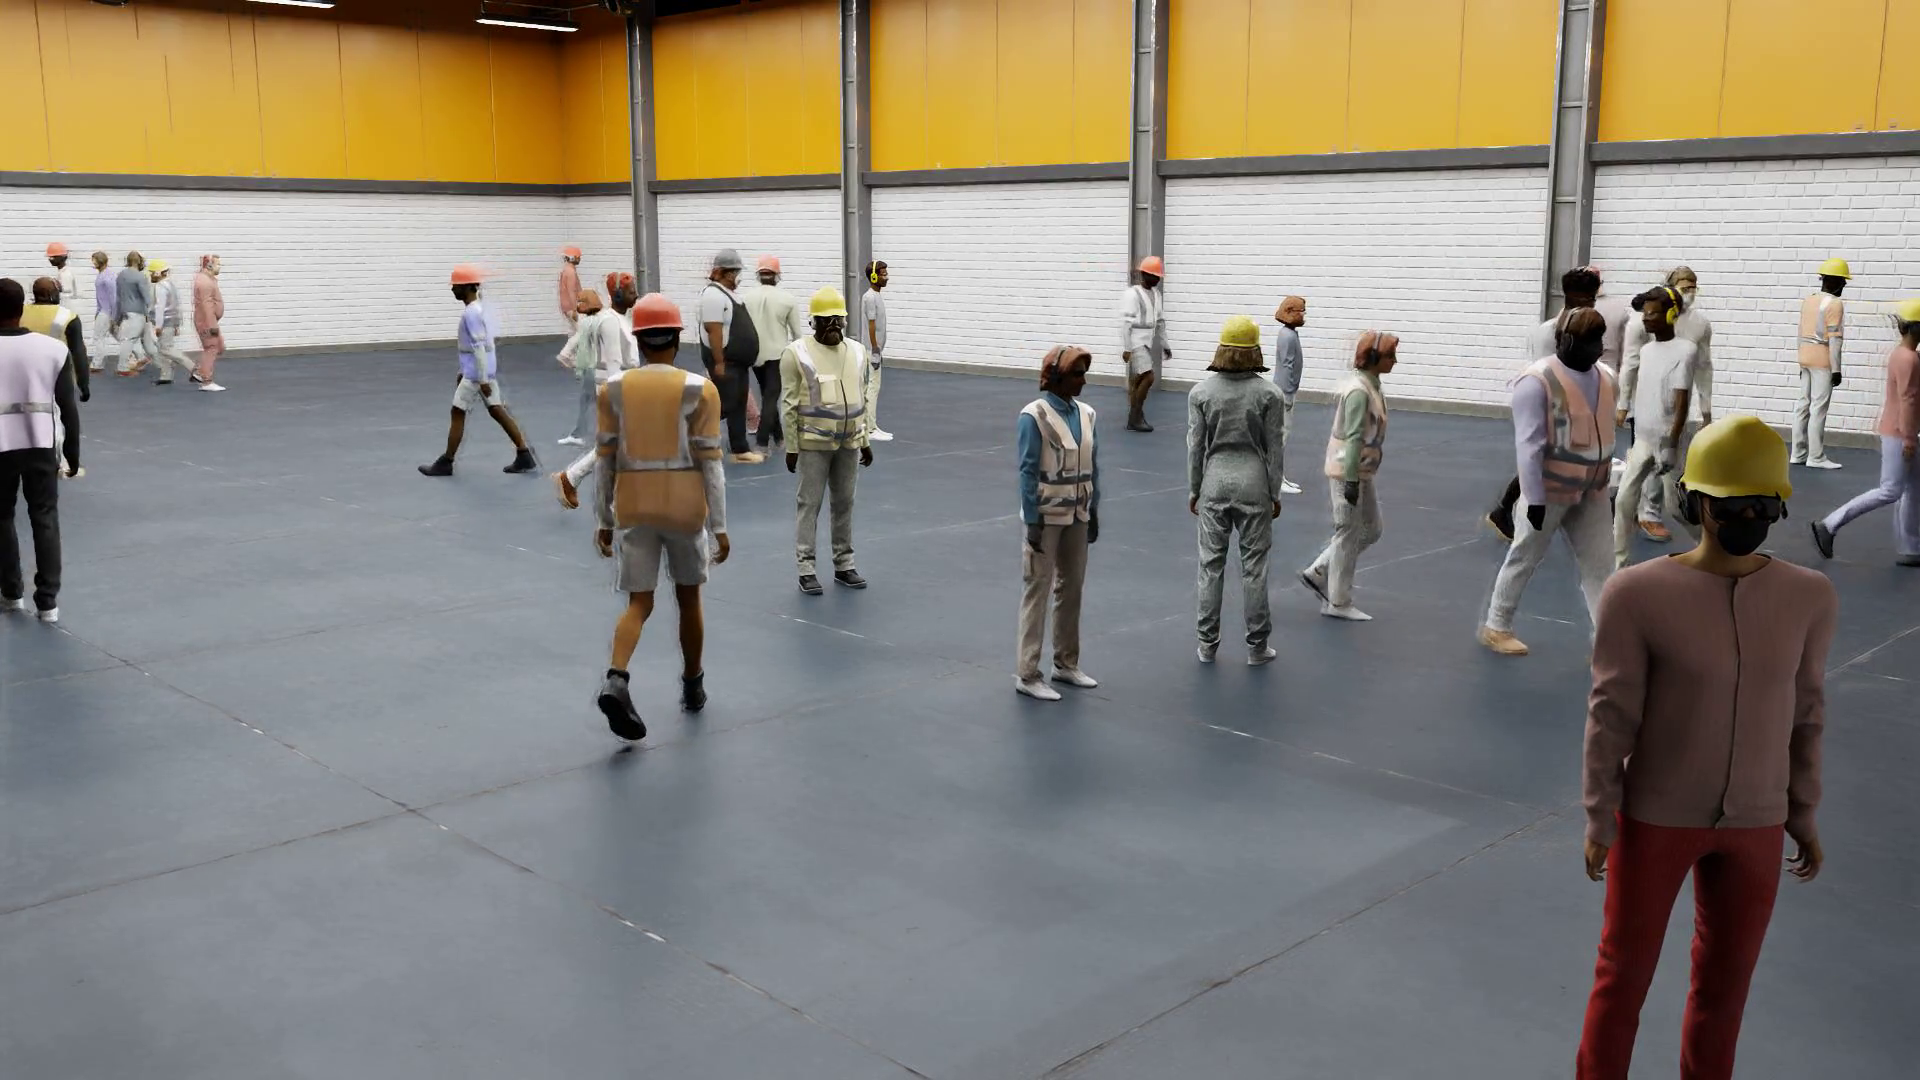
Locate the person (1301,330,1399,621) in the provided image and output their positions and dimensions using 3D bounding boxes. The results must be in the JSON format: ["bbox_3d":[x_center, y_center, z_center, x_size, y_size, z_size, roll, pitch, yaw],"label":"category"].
[{"bbox_3d":[2.178,-0.349,9.200,0.412,1.625,0.523,5,11,24],"label":"person"}]

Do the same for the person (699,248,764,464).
[{"bbox_3d":[-2.198,-1.700,15.415,0.691,2.000,0.698,2,11,9],"label":"person"}]

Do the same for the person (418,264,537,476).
[{"bbox_3d":[-4.290,-1.503,14.793,1.013,1.890,0.549,-1,10,-4],"label":"person"}]

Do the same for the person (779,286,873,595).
[{"bbox_3d":[-0.780,-0.596,9.962,0.603,1.830,0.404,-7,13,-34],"label":"person"}]

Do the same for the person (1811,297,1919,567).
[{"bbox_3d":[5.979,-0.688,10.678,0.748,1.741,0.530,6,12,28],"label":"person"}]

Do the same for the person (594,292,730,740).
[{"bbox_3d":[-1.302,-0.107,7.158,0.588,1.898,0.869,1,10,3],"label":"person"}]

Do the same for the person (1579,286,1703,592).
[{"bbox_3d":[4.210,-0.586,9.913,0.901,1.833,0.514,-4,11,-18],"label":"person"}]

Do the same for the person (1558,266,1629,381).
[{"bbox_3d":[5.127,-1.322,13.810,0.669,1.869,0.853,-3,11,-17],"label":"person"}]

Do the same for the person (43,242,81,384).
[{"bbox_3d":[-12.803,-3.203,23.625,0.571,2.029,0.647,-6,12,-30],"label":"person"}]

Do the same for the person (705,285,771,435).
[{"bbox_3d":[-2.465,-2.012,17.642,1.018,1.853,0.667,0,10,-1],"label":"person"}]

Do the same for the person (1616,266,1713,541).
[{"bbox_3d":[4.949,-0.932,11.558,0.653,1.914,0.680,-3,11,-14],"label":"person"}]

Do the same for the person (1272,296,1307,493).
[{"bbox_3d":[2.734,-1.214,13.872,0.282,1.633,0.501,2,11,10],"label":"person"}]

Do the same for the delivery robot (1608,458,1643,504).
[{"bbox_3d":[4.794,-0.483,12.577,0.707,0.478,0.477,1,10,8],"label":"delivery robot"}]

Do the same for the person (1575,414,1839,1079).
[{"bbox_3d":[1.610,0.606,3.591,0.533,1.767,0.327,0,10,-2],"label":"person"}]

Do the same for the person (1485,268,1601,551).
[{"bbox_3d":[4.027,-0.878,11.280,0.648,1.929,0.933,-7,12,-32],"label":"person"}]

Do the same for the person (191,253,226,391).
[{"bbox_3d":[-10.315,-2.986,22.863,0.423,1.884,0.712,-5,11,-25],"label":"person"}]

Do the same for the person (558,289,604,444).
[{"bbox_3d":[-3.689,-1.737,16.837,0.839,1.593,0.511,1,10,8],"label":"person"}]

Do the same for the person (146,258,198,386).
[{"bbox_3d":[-11.149,-3.070,23.514,0.655,1.811,0.597,-3,11,-16],"label":"person"}]

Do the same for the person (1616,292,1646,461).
[{"bbox_3d":[5.906,-1.320,14.411,0.537,1.661,0.763,2,11,11],"label":"person"}]

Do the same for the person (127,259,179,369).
[{"bbox_3d":[-13.092,-3.660,26.724,0.818,1.815,0.635,-5,11,-25],"label":"person"}]

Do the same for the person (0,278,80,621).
[{"bbox_3d":[-5.293,-0.513,9.352,0.611,1.888,0.806,-7,13,-35],"label":"person"}]

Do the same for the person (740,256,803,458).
[{"bbox_3d":[-1.842,-1.785,16.179,0.628,1.938,1.043,3,11,15],"label":"person"}]

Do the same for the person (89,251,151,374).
[{"bbox_3d":[-13.150,-3.528,25.804,1.000,1.901,0.630,-6,12,-28],"label":"person"}]

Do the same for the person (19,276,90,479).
[{"bbox_3d":[-7.820,-1.351,14.224,0.651,1.795,0.905,1,10,4],"label":"person"}]

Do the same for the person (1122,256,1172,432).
[{"bbox_3d":[2.000,-2.107,18.004,0.550,1.900,0.613,7,12,33],"label":"person"}]

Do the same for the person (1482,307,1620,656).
[{"bbox_3d":[2.987,-0.247,8.187,0.652,1.789,0.979,-4,11,-22],"label":"person"}]

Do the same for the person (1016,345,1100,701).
[{"bbox_3d":[0.450,-0.085,7.730,0.310,1.634,0.522,10,14,43],"label":"person"}]

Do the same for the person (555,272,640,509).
[{"bbox_3d":[-2.661,-1.104,12.654,0.759,1.865,0.585,1,10,5],"label":"person"}]

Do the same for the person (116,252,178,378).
[{"bbox_3d":[-12.373,-3.406,25.156,0.668,1.869,1.038,8,13,38],"label":"person"}]

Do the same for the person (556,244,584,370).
[{"bbox_3d":[-6.083,-3.645,26.167,0.440,1.983,0.639,-4,11,-20],"label":"person"}]

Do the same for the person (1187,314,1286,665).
[{"bbox_3d":[1.374,-0.245,8.293,0.485,1.745,0.296,3,11,18],"label":"person"}]

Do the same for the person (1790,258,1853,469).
[{"bbox_3d":[7.923,-1.619,15.296,0.383,1.921,0.586,0,10,-2],"label":"person"}]

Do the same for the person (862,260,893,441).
[{"bbox_3d":[-0.865,-1.973,17.371,0.321,1.871,0.532,0,10,-2],"label":"person"}]
